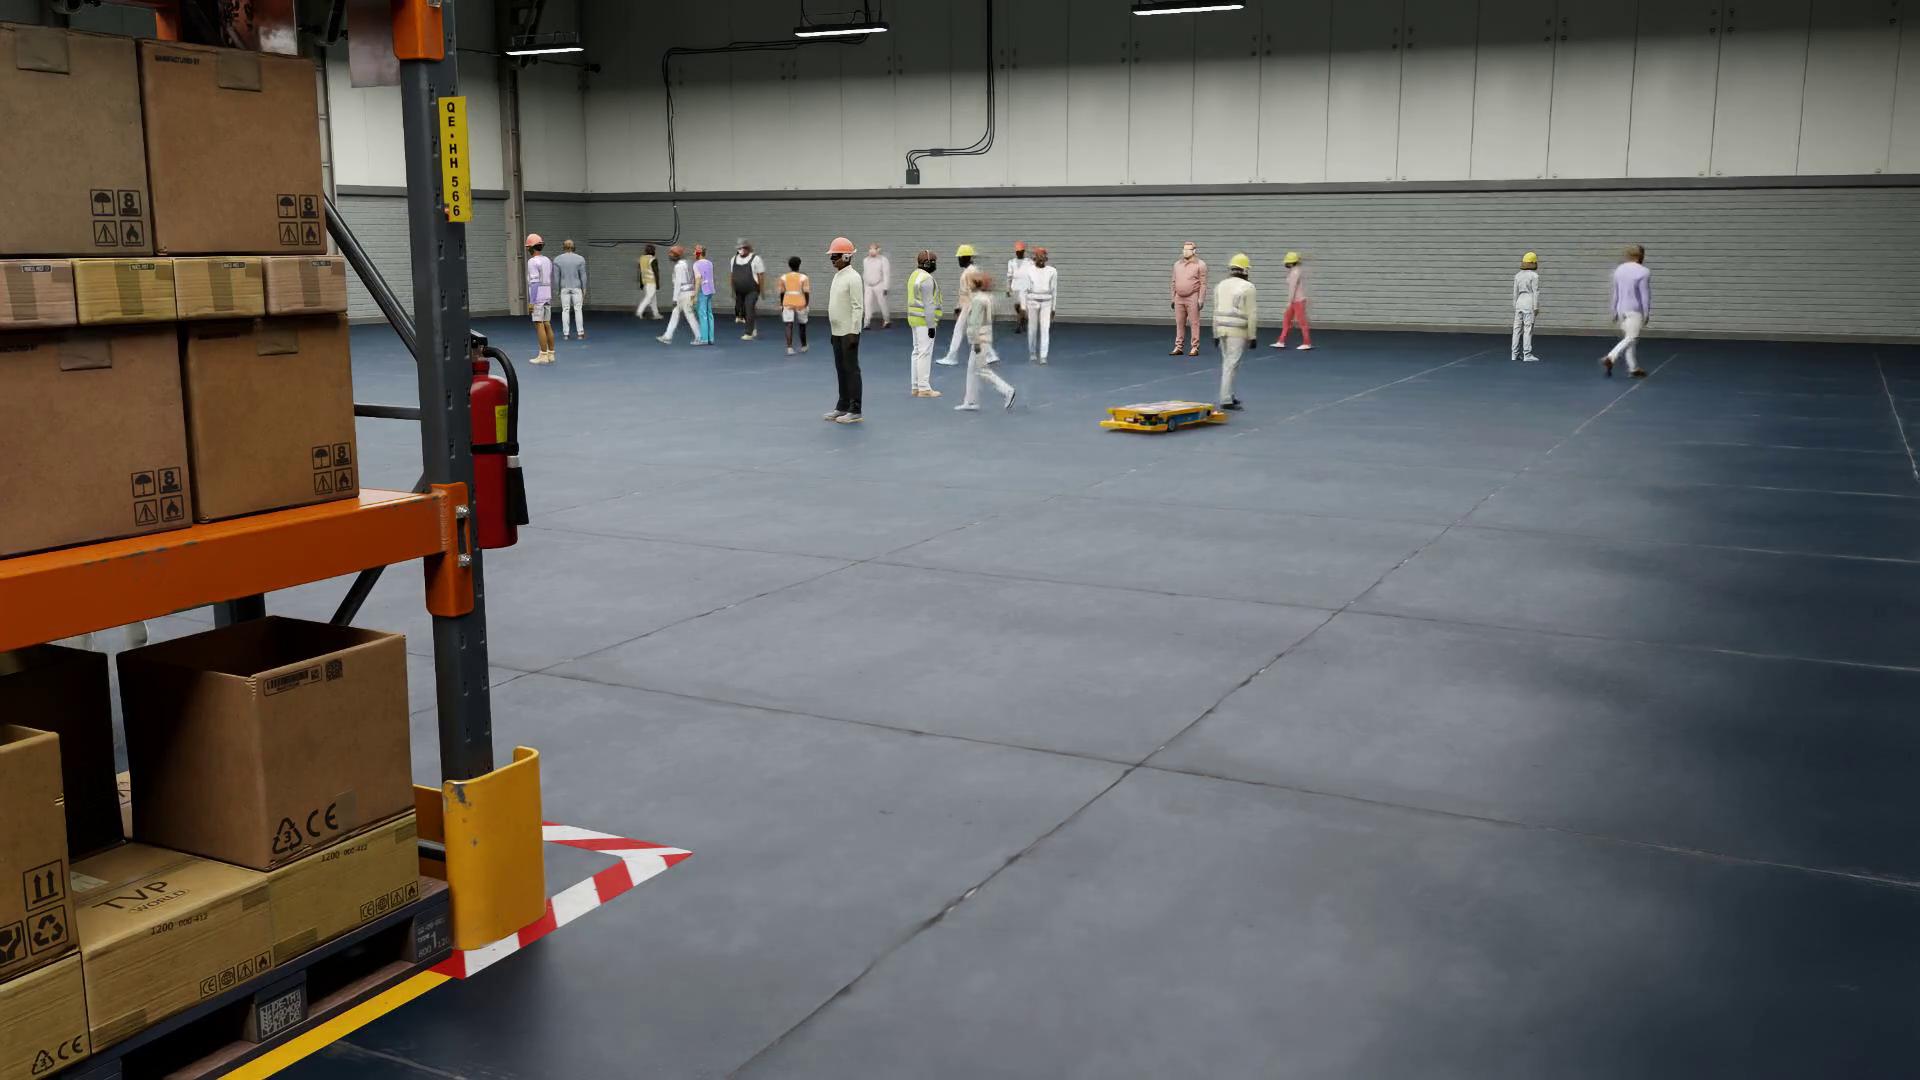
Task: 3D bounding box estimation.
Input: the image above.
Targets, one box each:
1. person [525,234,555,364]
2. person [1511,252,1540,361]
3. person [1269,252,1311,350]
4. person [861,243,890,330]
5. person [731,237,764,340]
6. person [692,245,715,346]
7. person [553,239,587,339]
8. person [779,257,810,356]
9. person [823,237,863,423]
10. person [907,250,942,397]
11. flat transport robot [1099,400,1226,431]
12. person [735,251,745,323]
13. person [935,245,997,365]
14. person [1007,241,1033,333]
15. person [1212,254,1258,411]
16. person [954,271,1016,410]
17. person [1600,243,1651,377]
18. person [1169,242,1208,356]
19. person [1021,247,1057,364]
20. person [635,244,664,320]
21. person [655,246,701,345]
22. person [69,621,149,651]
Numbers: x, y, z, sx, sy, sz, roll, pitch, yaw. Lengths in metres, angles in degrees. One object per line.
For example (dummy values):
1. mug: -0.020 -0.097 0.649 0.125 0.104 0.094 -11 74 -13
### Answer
1. person: -6.649 -3.790 26.211 0.389 2.039 0.613 2 11 13
2. person: 9.186 -3.774 26.936 0.295 1.743 0.492 -6 12 -29
3. person: 5.869 -4.221 29.423 0.802 1.716 0.548 0 10 2
4. person: -1.792 -5.461 35.810 0.656 1.867 0.965 5 11 25
5. person: -4.114 -4.932 32.436 0.708 2.000 0.855 4 11 22
6. person: -4.709 -4.487 30.539 0.396 1.847 0.564 4 11 22
7. person: -7.585 -4.880 32.432 0.630 1.940 0.373 -1 10 -4
8. person: -2.794 -3.964 28.197 0.551 1.644 0.872 1 10 8
9. person: -1.259 -2.273 18.062 0.381 1.994 0.622 -5 12 -28
10. person: -0.437 -2.709 20.890 0.429 1.835 0.630 -3 11 -17
11. flat transport robot: 2.154 -1.321 17.574 0.652 0.197 1.431 9 14 40
12. person: -5.021 -5.846 38.359 0.537 1.695 0.320 10 14 42
13. person: 0.134 -3.647 25.882 0.983 1.881 0.604 0 10 1
14. person: 1.271 -5.266 34.636 0.555 1.909 0.880 4 11 21
15. person: 3.190 -2.391 19.269 0.604 1.800 0.607 -7 12 -32
16. person: 0.292 -2.283 19.150 0.677 1.620 0.521 2 11 9
17. person: 9.455 -3.234 23.557 0.864 1.913 0.640 -4 11 -21
18. person: 3.821 -4.050 27.984 0.647 1.913 0.409 8 13 36
19. person: 1.253 -3.736 26.469 0.581 1.852 0.938 -1 10 -5
20. person: -7.507 -6.204 40.020 0.865 1.816 0.635 -10 14 -44
21. person: -5.161 -4.471 30.514 0.948 1.820 0.650 -2 11 -10
22. person: -4.043 -0.205 7.775 0.498 1.633 0.283 -1 10 -8
